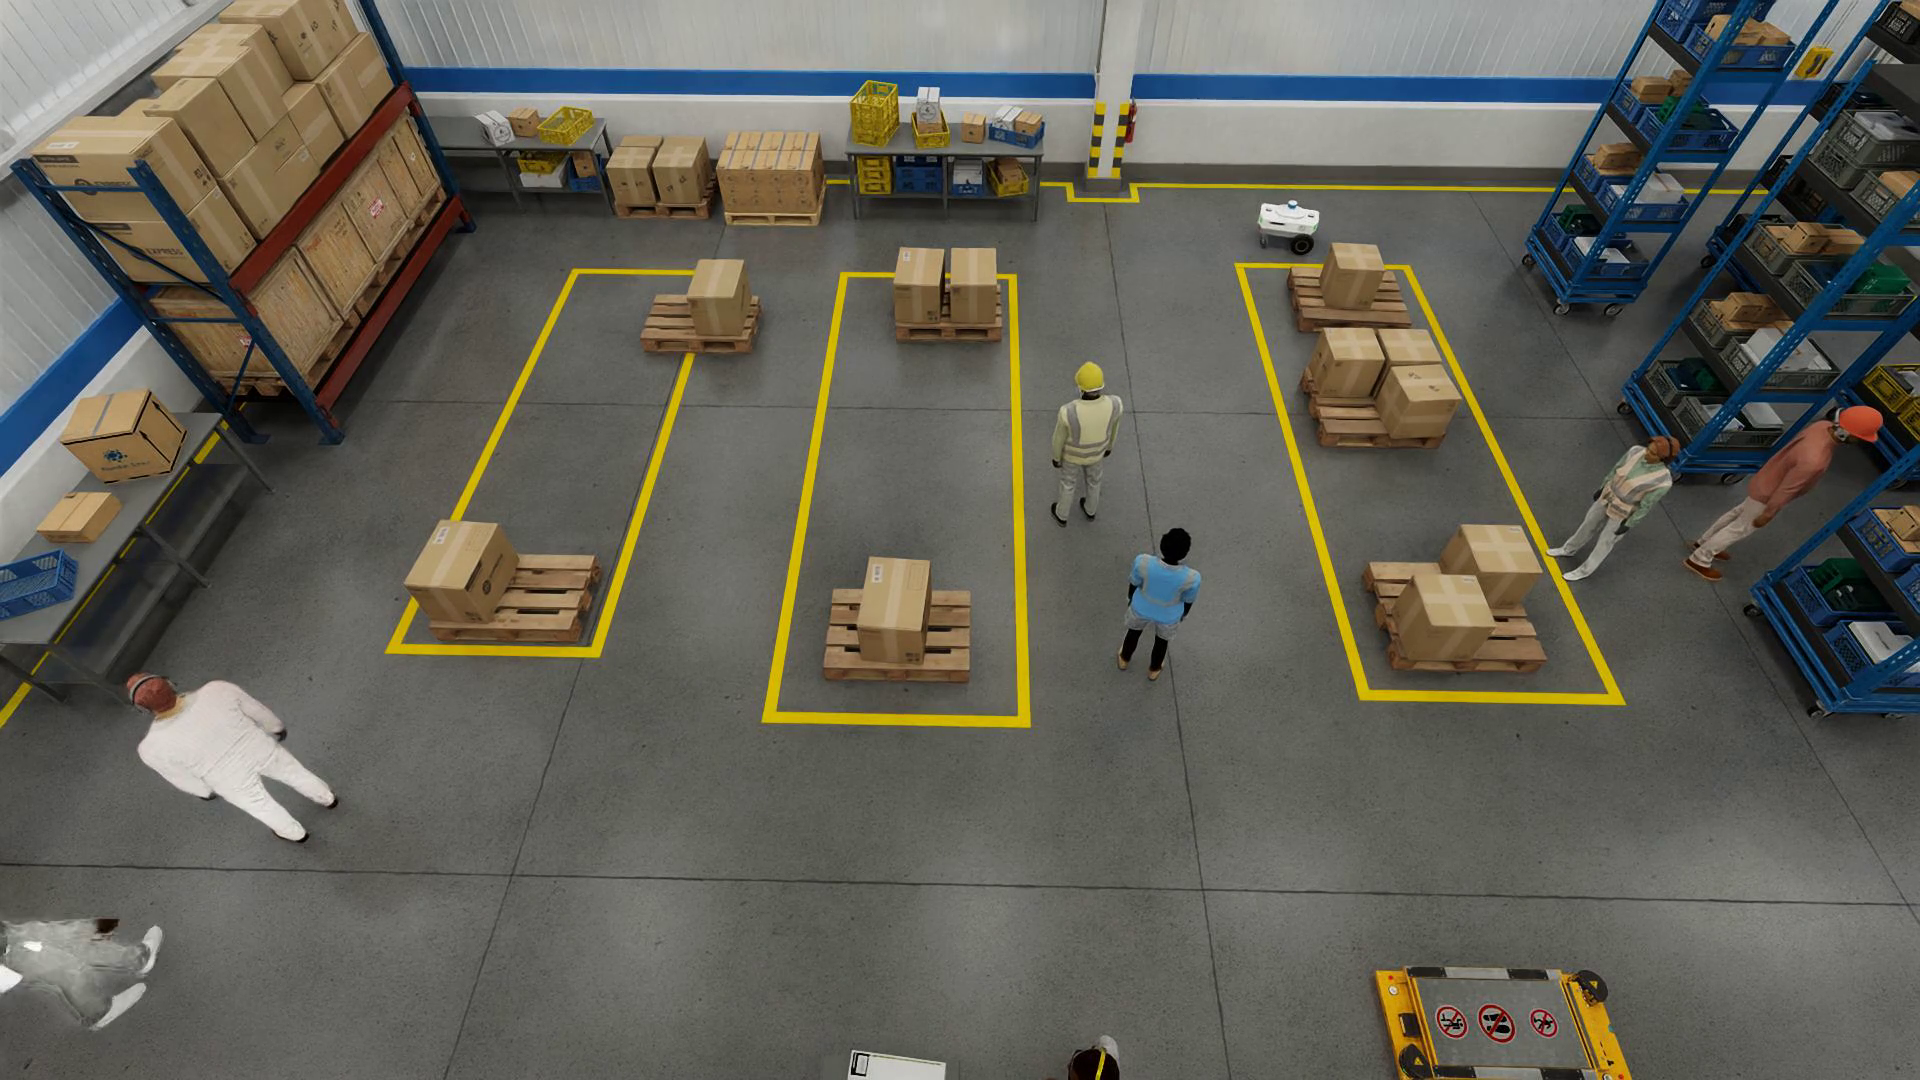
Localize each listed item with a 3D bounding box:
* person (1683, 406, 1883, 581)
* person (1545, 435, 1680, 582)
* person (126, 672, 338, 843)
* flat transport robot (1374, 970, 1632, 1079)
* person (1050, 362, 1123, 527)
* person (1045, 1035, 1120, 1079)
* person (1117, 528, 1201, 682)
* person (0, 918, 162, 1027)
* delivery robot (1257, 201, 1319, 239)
[{"bbox_3d":[6.850,-0.388,7.694,0.411,1.980,0.626,30,57,22],"label":"person"},{"bbox_3d":[5.604,-0.275,7.820,0.311,1.631,0.506,-3,51,-3],"label":"person"},{"bbox_3d":[-4.931,1.469,6.231,0.394,1.900,0.657,18,53,14],"label":"person"},{"bbox_3d":[3.501,3.133,5.914,1.431,0.197,0.652,1,51,1],"label":"flat transport robot"},{"bbox_3d":[1.089,-0.820,8.143,0.597,1.824,0.403,-11,52,-9],"label":"person"},{"bbox_3d":[0.639,3.040,4.965,0.328,1.873,0.518,12,52,9],"label":"person"},{"bbox_3d":[1.539,0.515,7.137,0.532,1.692,0.320,18,53,14],"label":"person"},{"bbox_3d":[-5.537,2.400,5.488,0.709,1.875,0.642,7,51,5],"label":"person"},{"bbox_3d":[4.109,-4.013,11.499,0.707,0.478,0.477,12,52,9],"label":"delivery robot"}]
